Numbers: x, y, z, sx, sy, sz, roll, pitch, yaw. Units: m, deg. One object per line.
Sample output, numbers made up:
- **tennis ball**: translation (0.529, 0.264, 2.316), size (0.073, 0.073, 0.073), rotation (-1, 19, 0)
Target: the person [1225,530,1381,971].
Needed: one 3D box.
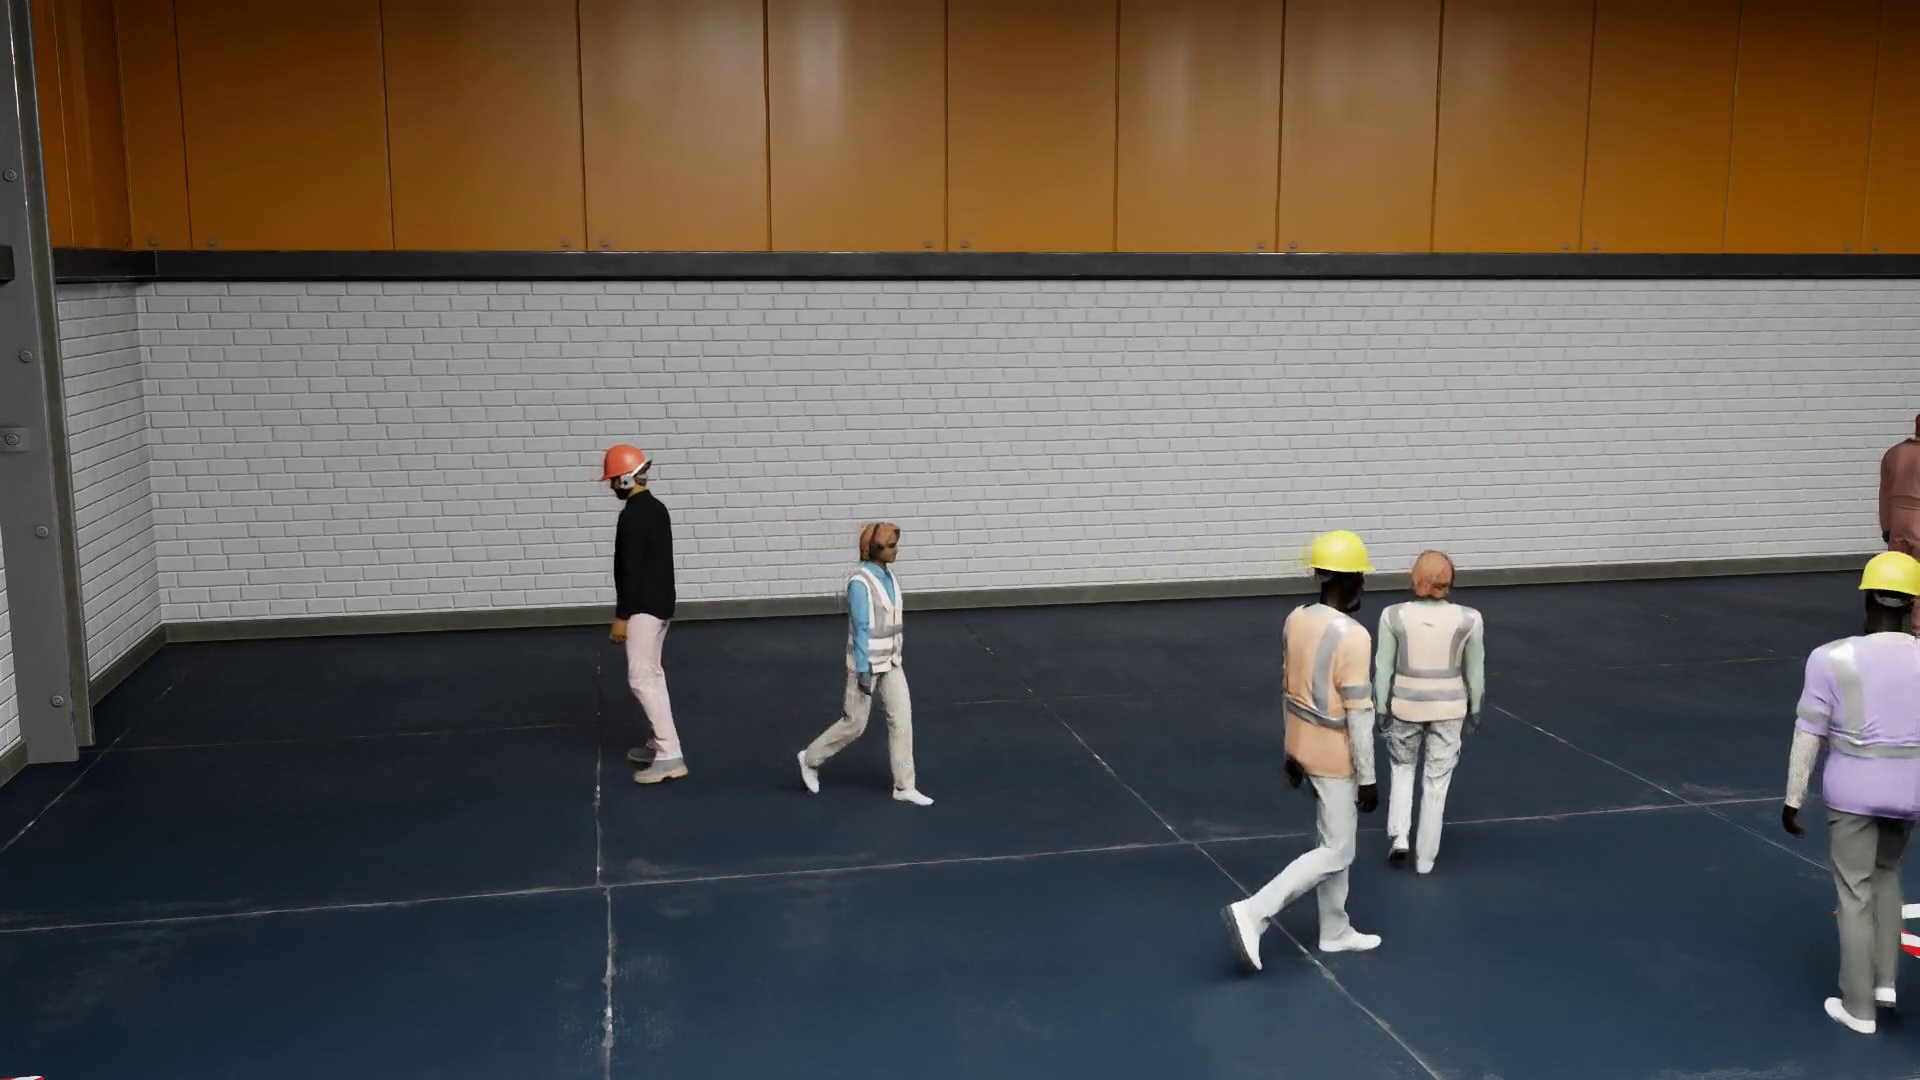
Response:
- **person**: translation (1.503, 0.905, 7.087), size (0.730, 1.903, 0.600), rotation (-2, 10, -14)

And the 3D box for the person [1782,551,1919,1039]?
- **person**: translation (3.571, 0.989, 6.550), size (0.604, 1.901, 0.506), rotation (1, 9, 4)

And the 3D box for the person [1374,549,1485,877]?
- **person**: translation (2.323, 0.852, 8.236), size (0.527, 1.623, 0.383), rotation (3, 10, 19)

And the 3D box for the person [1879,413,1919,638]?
- **person**: translation (7.588, -0.089, 13.134), size (0.403, 1.904, 0.651), rotation (-3, 10, -19)

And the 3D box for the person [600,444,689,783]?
- **person**: translation (-1.831, 0.426, 9.813), size (0.589, 1.966, 0.786), rotation (1, 9, 6)

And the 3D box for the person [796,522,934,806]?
- **person**: translation (-0.543, 0.686, 9.301), size (0.741, 1.608, 0.518), rotation (5, 11, 28)
